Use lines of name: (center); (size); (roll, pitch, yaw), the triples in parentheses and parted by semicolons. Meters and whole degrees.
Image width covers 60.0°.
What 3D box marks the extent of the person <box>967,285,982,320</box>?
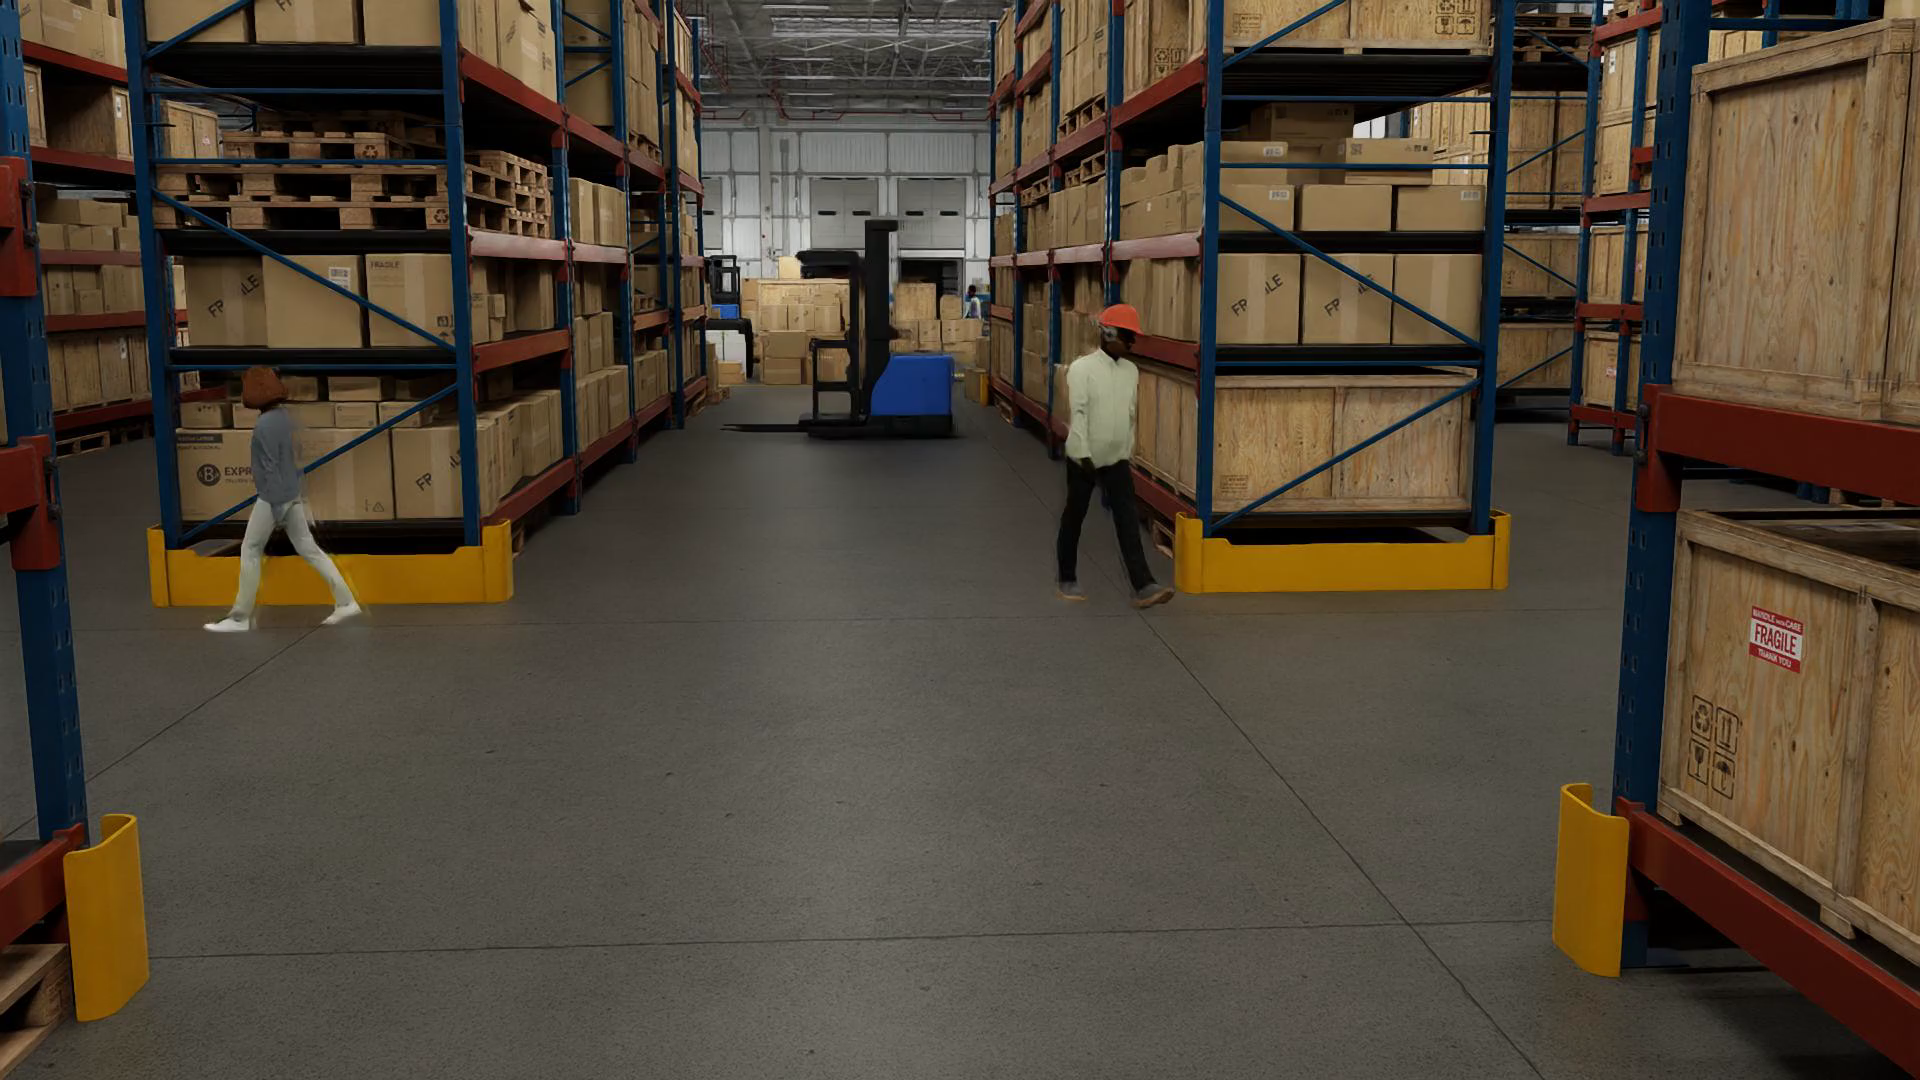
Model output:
person: (0.397, -5.546, 42.319); (0.980, 1.878, 0.593); (1, 9, 8)

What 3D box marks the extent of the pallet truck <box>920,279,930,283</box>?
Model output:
pallet truck: (-0.932, -8.922, 63.114); (1.885, 1.965, 0.823); (2, 9, 13)

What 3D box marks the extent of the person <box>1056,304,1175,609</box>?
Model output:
person: (0.952, -0.519, 10.561); (0.647, 1.920, 1.021); (-6, 11, -33)

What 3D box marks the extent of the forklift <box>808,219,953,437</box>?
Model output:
forklift: (-1.060, -2.780, 21.783); (1.873, 2.768, 1.129); (-1, 9, -4)

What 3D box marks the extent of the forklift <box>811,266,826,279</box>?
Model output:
forklift: (-4.762, -8.277, 56.301); (1.873, 2.768, 1.129); (-3, 10, -21)

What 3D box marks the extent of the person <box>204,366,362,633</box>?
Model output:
person: (-4.045, -0.246, 9.916); (0.859, 1.592, 0.509); (-1, 9, -6)

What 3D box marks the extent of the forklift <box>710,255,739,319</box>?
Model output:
forklift: (-8.368, -8.713, 59.038); (1.129, 2.768, 1.873); (-1, 9, -4)
